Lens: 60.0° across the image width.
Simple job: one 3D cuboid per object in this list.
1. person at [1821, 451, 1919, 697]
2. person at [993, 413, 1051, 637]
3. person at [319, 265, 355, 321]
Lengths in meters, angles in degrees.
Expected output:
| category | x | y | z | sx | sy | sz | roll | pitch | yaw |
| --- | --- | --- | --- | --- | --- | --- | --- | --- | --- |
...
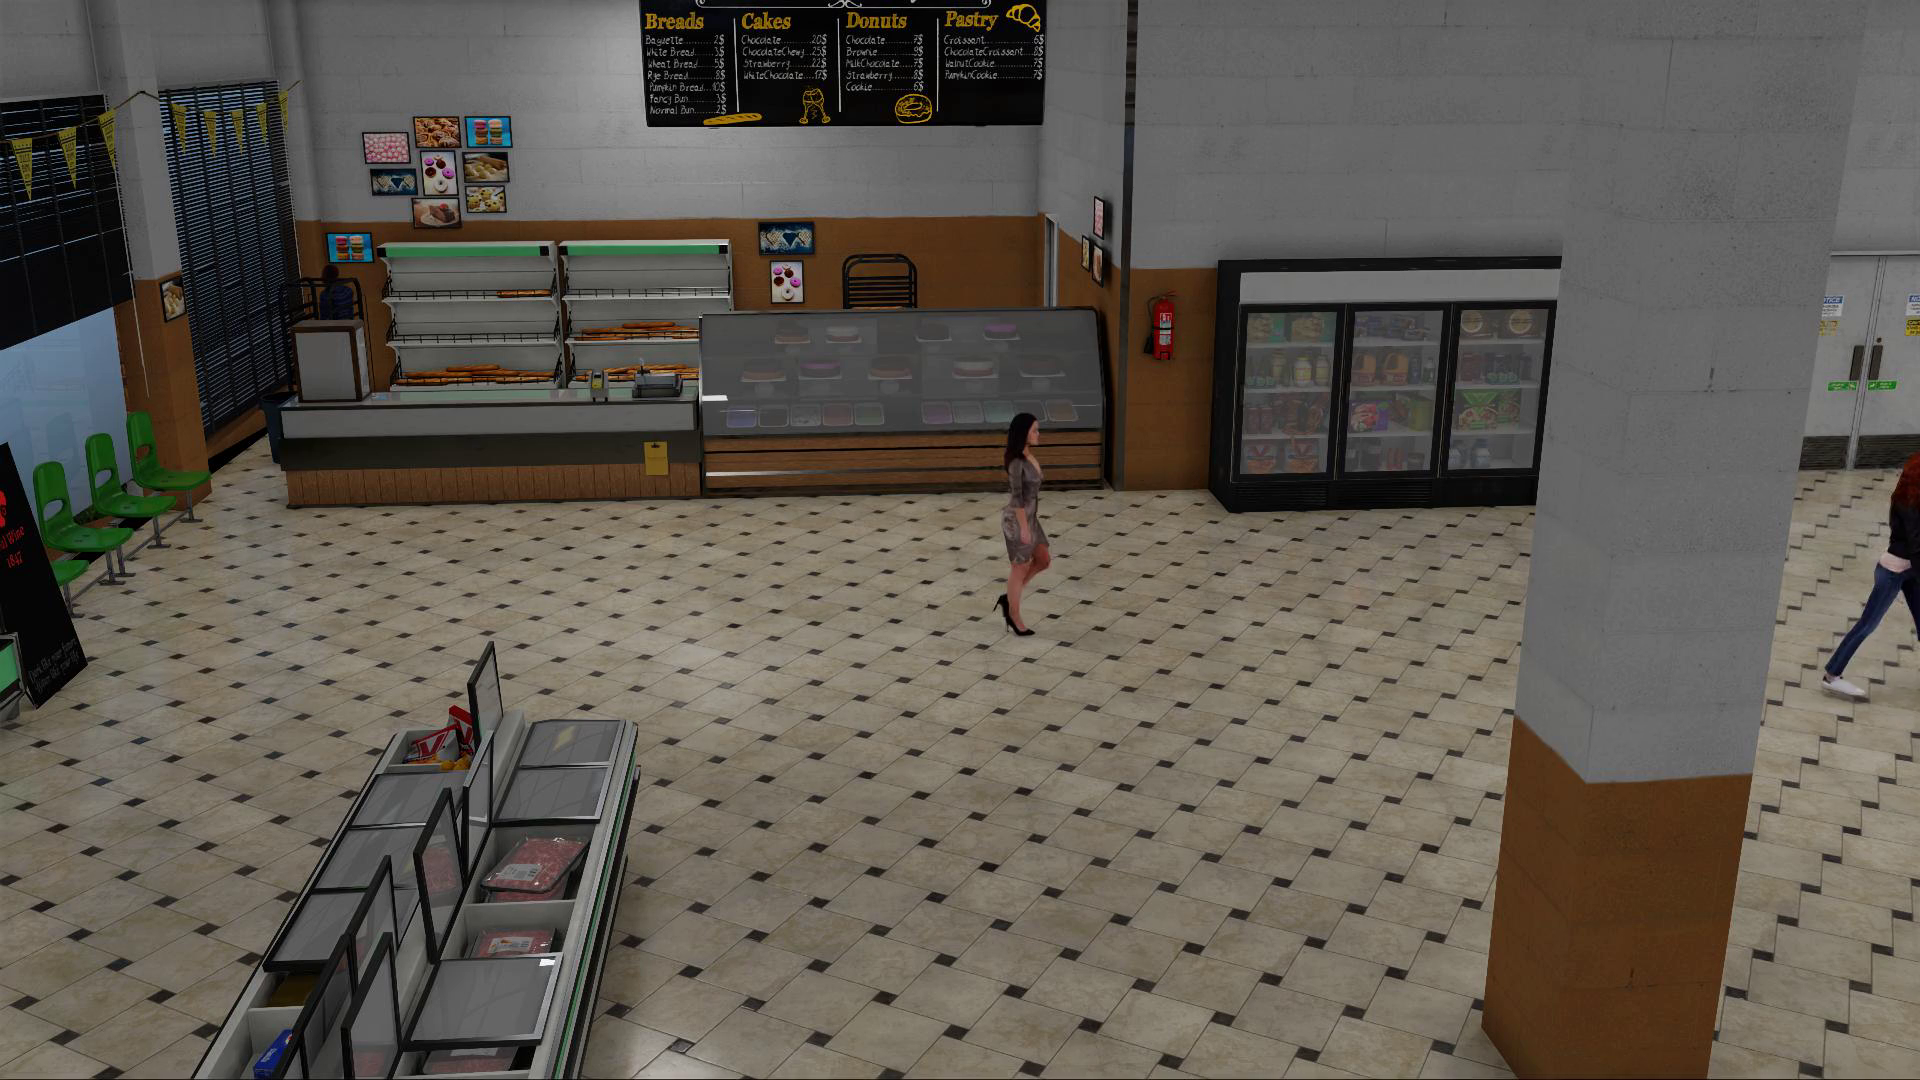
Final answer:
| category | x | y | z | sx | sy | sz | roll | pitch | yaw |
| --- | --- | --- | --- | --- | --- | --- | --- | --- | --- |
| person | 6.191 | 0.287 | 11.171 | 1.166 | 1.735 | 1.105 | 14 | 22 | 38 |
| person | 0.383 | -0.102 | 12.453 | 0.763 | 1.735 | 0.693 | 4 | 17 | 14 |
| person | -7.382 | -2.365 | 19.750 | 0.829 | 1.824 | 0.709 | 7 | 18 | 21 |
